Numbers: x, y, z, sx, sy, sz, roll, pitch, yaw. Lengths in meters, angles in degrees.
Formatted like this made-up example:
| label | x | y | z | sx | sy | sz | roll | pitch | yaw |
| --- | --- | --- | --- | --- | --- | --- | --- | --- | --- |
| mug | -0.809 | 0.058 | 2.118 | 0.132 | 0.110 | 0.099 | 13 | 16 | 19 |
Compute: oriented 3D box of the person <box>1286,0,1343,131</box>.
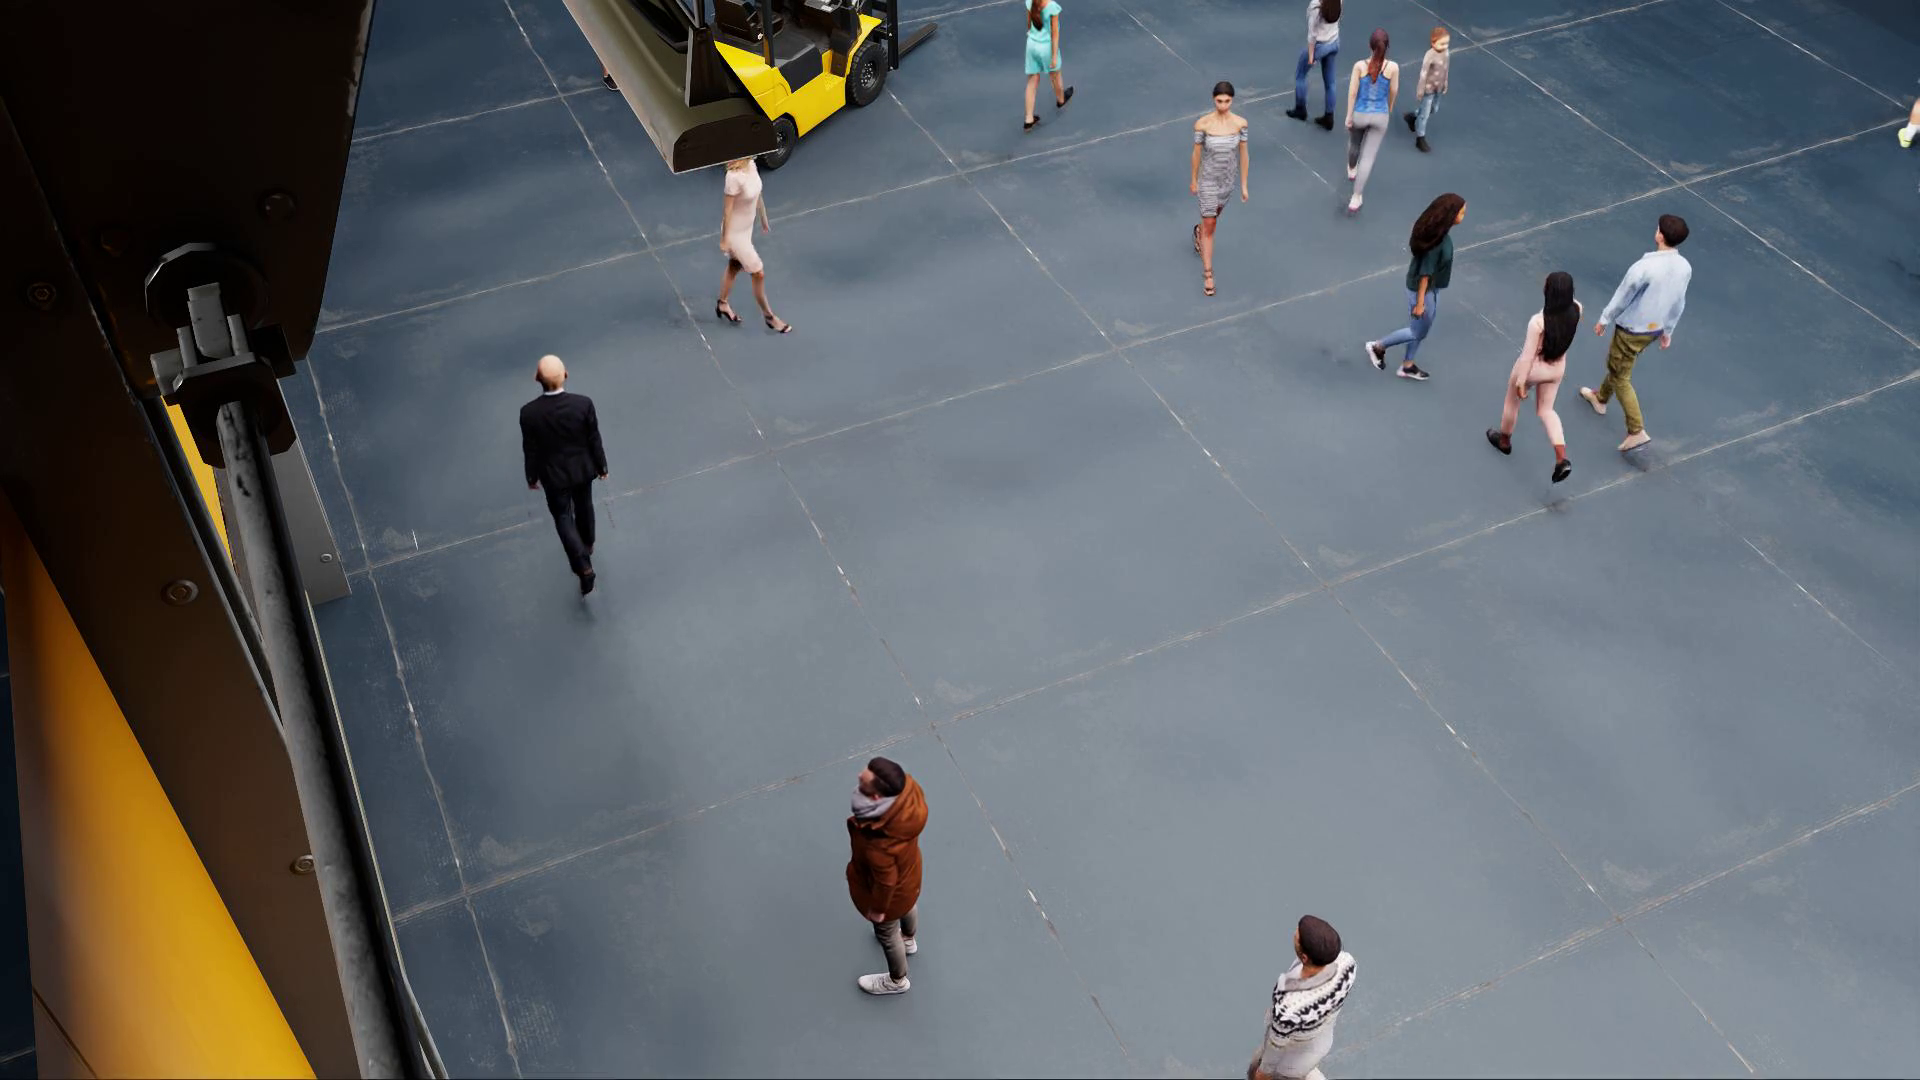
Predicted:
| label | x | y | z | sx | sy | sz | roll | pitch | yaw |
| --- | --- | --- | --- | --- | --- | --- | --- | --- | --- |
| person | 3.441 | -4.575 | 15.562 | 0.741 | 1.601 | 0.796 | -25 | 49 | -24 |

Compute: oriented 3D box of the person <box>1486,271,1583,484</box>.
| label | x | y | z | sx | sy | sz | roll | pitch | yaw |
| --- | --- | --- | --- | --- | --- | --- | --- | --- | --- |
| person | 4.197 | -1.138 | 11.885 | 0.636 | 1.696 | 1.057 | -14 | 45 | -15 |

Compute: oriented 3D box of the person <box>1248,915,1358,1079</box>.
| label | x | y | z | sx | sy | sz | roll | pitch | yaw |
| --- | --- | --- | --- | --- | --- | --- | --- | --- | --- |
| person | 1.671 | 2.471 | 7.996 | 0.839 | 1.835 | 1.053 | -30 | 51 | -28 |

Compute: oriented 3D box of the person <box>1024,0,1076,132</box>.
| label | x | y | z | sx | sy | sz | roll | pitch | yaw |
| --- | --- | --- | --- | --- | --- | --- | --- | --- | --- |
| person | 0.731 | -4.575 | 15.617 | 1.010 | 1.524 | 0.951 | 25 | 49 | 24 |

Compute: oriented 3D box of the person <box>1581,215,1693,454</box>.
| label | x | y | z | sx | sy | sz | roll | pitch | yaw |
| --- | --- | --- | --- | --- | --- | --- | --- | --- | --- |
| person | 5.009 | -1.486 | 12.189 | 0.762 | 1.781 | 1.152 | -17 | 46 | -17 |

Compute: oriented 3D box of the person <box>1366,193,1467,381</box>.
| label | x | y | z | sx | sy | sz | roll | pitch | yaw |
| --- | --- | --- | --- | --- | --- | --- | --- | --- | --- |
| person | 3.482 | -1.945 | 12.803 | 0.899 | 1.599 | 0.841 | 17 | 46 | 17 |

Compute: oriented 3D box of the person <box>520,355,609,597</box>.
| label | x | y | z | sx | sy | sz | roll | pitch | yaw |
| --- | --- | --- | --- | --- | --- | --- | --- | --- | --- |
| person | -2.610 | -0.422 | 11.073 | 0.720 | 1.779 | 1.047 | -14 | 45 | -15 |

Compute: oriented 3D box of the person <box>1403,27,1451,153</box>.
| label | x | y | z | sx | sy | sz | roll | pitch | yaw |
| --- | --- | --- | --- | --- | --- | --- | --- | --- | --- |
| person | 4.364 | -4.243 | 15.514 | 0.553 | 1.187 | 0.704 | -25 | 49 | -24 |

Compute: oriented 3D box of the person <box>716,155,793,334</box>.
| label | x | y | z | sx | sy | sz | roll | pitch | yaw |
| --- | --- | --- | --- | --- | --- | --- | --- | --- | --- |
| person | -1.821 | -2.445 | 13.193 | 0.995 | 1.785 | 0.942 | 14 | 45 | 14 |

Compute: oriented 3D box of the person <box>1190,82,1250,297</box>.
| label | x | y | z | sx | sy | sz | roll | pitch | yaw |
| --- | --- | --- | --- | --- | --- | --- | --- | --- | --- |
| person | 2.112 | -2.993 | 13.771 | 0.822 | 1.780 | 1.135 | -5 | 44 | -5 |

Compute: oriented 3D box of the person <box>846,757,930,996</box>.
| label | x | y | z | sx | sy | sz | roll | pitch | yaw |
| --- | --- | --- | --- | --- | --- | --- | --- | --- | --- |
| person | -0.362 | 1.753 | 8.747 | 0.907 | 1.838 | 0.837 | 11 | 45 | 11 |

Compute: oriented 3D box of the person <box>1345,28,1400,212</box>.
| label | x | y | z | sx | sy | sz | roll | pitch | yaw |
| --- | --- | --- | --- | --- | --- | --- | --- | --- | --- |
| person | 3.591 | -3.664 | 14.627 | 1.006 | 1.571 | 1.122 | 11 | 45 | 11 |
